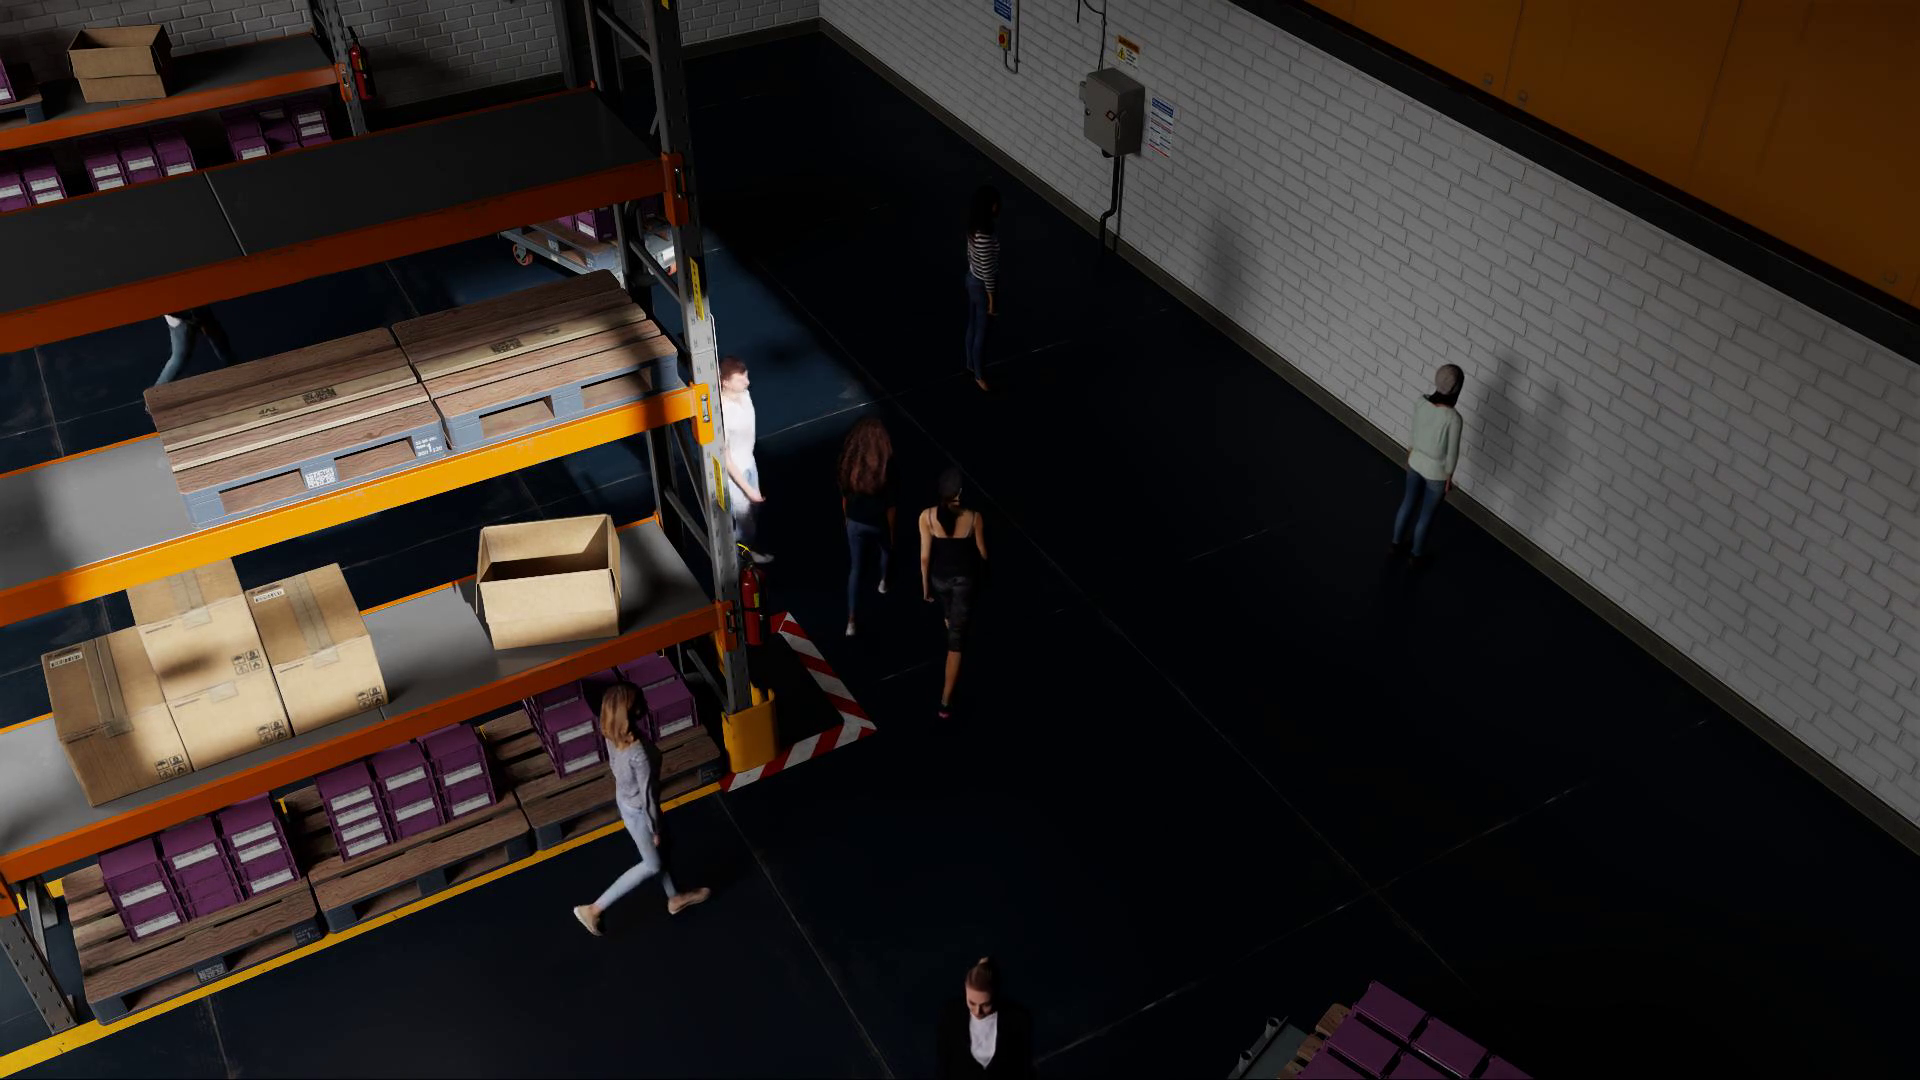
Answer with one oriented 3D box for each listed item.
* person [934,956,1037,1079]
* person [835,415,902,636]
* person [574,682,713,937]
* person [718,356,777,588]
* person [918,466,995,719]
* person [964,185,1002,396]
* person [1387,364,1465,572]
[{"bbox_3d":[0.131,2.471,7.732,0.791,1.694,0.857,3,39,3],"label":"person"},{"bbox_3d":[-0.623,-0.067,11.002,1.066,1.579,1.104,8,39,9],"label":"person"},{"bbox_3d":[-1.778,1.481,8.905,0.987,1.775,0.591,-20,43,-24],"label":"person"},{"bbox_3d":[-1.569,-0.450,11.275,0.865,1.837,0.799,5,39,6],"label":"person"},{"bbox_3d":[-0.045,0.345,10.405,1.132,1.680,1.155,7,39,9],"label":"person"},{"bbox_3d":[0.173,-1.980,13.223,0.577,1.796,0.637,-10,40,-12],"label":"person"},{"bbox_3d":[3.248,-0.509,11.501,0.499,1.647,0.562,-22,44,-25],"label":"person"}]
